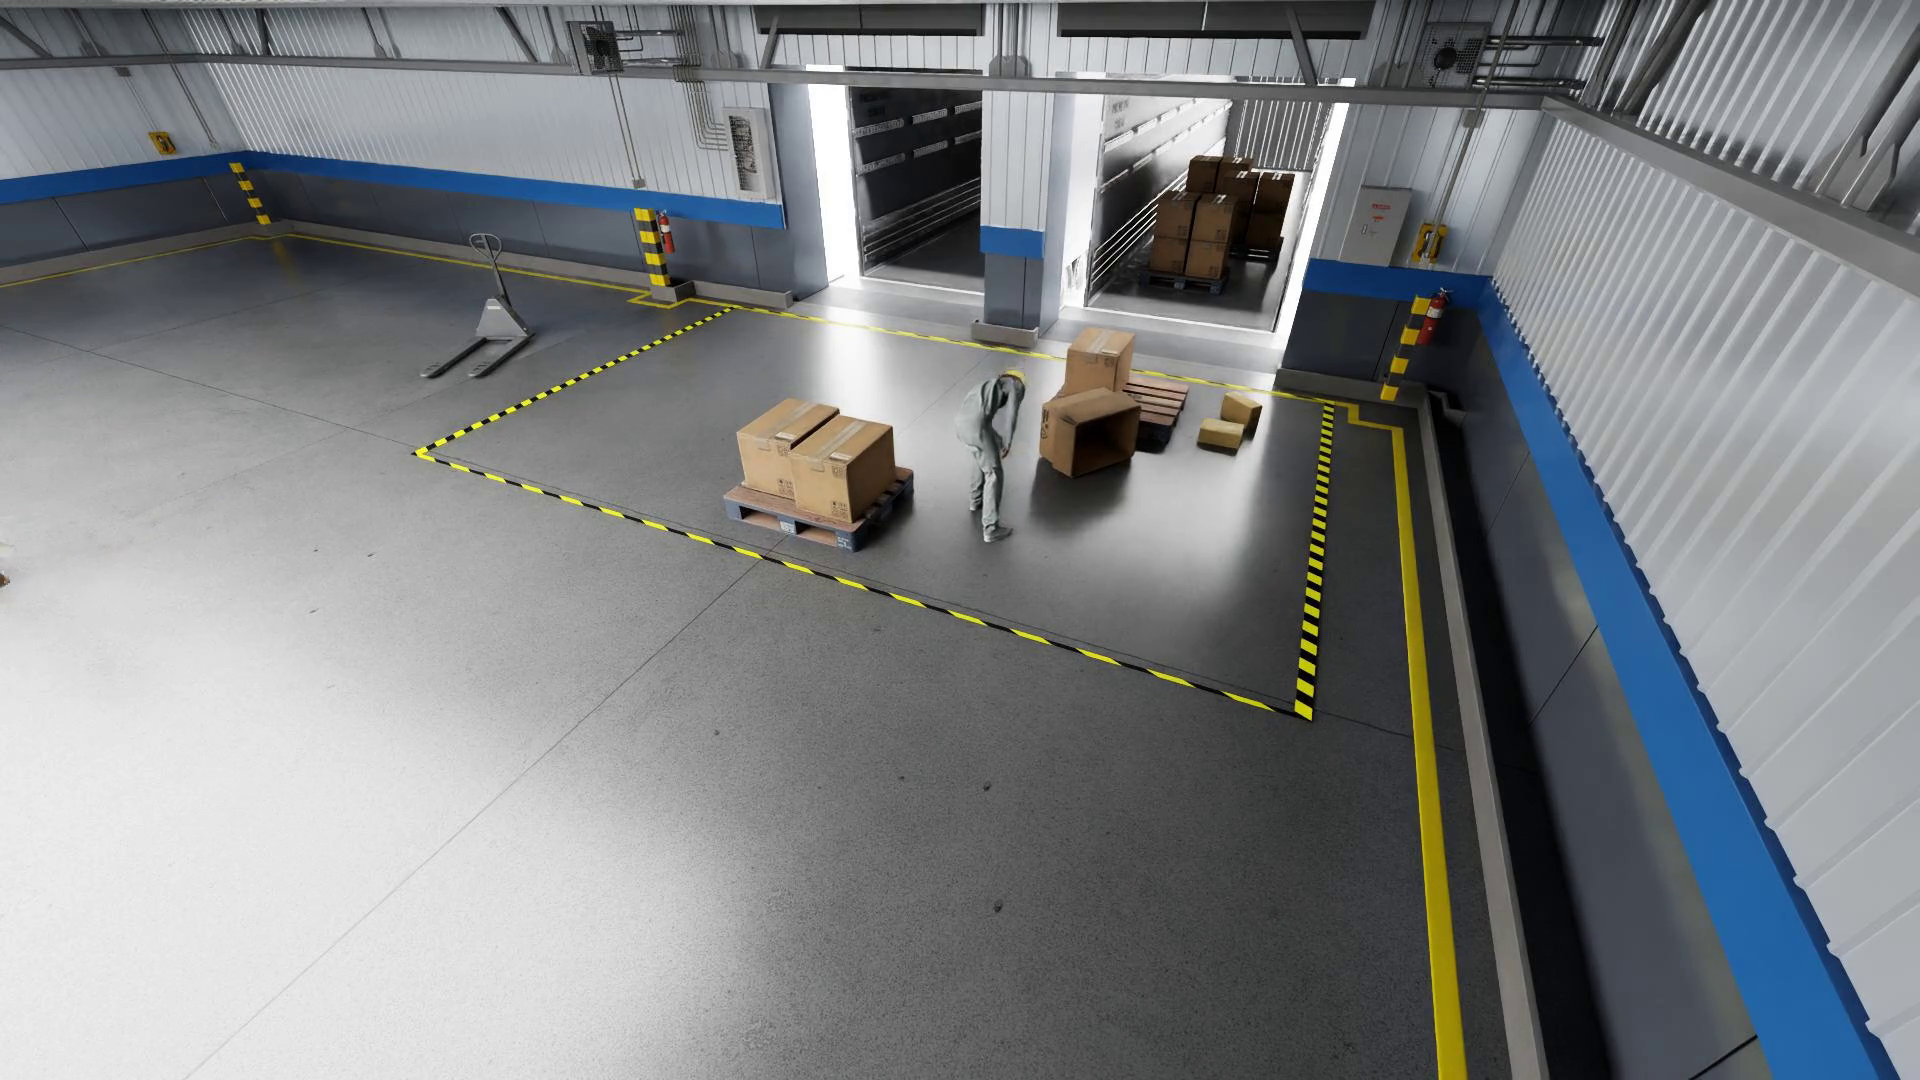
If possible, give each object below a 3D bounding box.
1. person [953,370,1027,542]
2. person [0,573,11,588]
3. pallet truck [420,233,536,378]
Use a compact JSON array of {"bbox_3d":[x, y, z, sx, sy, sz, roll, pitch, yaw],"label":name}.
[{"bbox_3d":[0.299,-0.710,5.729,0.755,1.123,0.873,-14,38,-18],"label":"person"},{"bbox_3d":[-6.904,-0.428,4.639,0.623,1.931,0.417,8,36,12],"label":"person"},{"bbox_3d":[-5.664,-2.712,8.427,0.680,1.201,1.601,0,35,-1],"label":"pallet truck"}]
